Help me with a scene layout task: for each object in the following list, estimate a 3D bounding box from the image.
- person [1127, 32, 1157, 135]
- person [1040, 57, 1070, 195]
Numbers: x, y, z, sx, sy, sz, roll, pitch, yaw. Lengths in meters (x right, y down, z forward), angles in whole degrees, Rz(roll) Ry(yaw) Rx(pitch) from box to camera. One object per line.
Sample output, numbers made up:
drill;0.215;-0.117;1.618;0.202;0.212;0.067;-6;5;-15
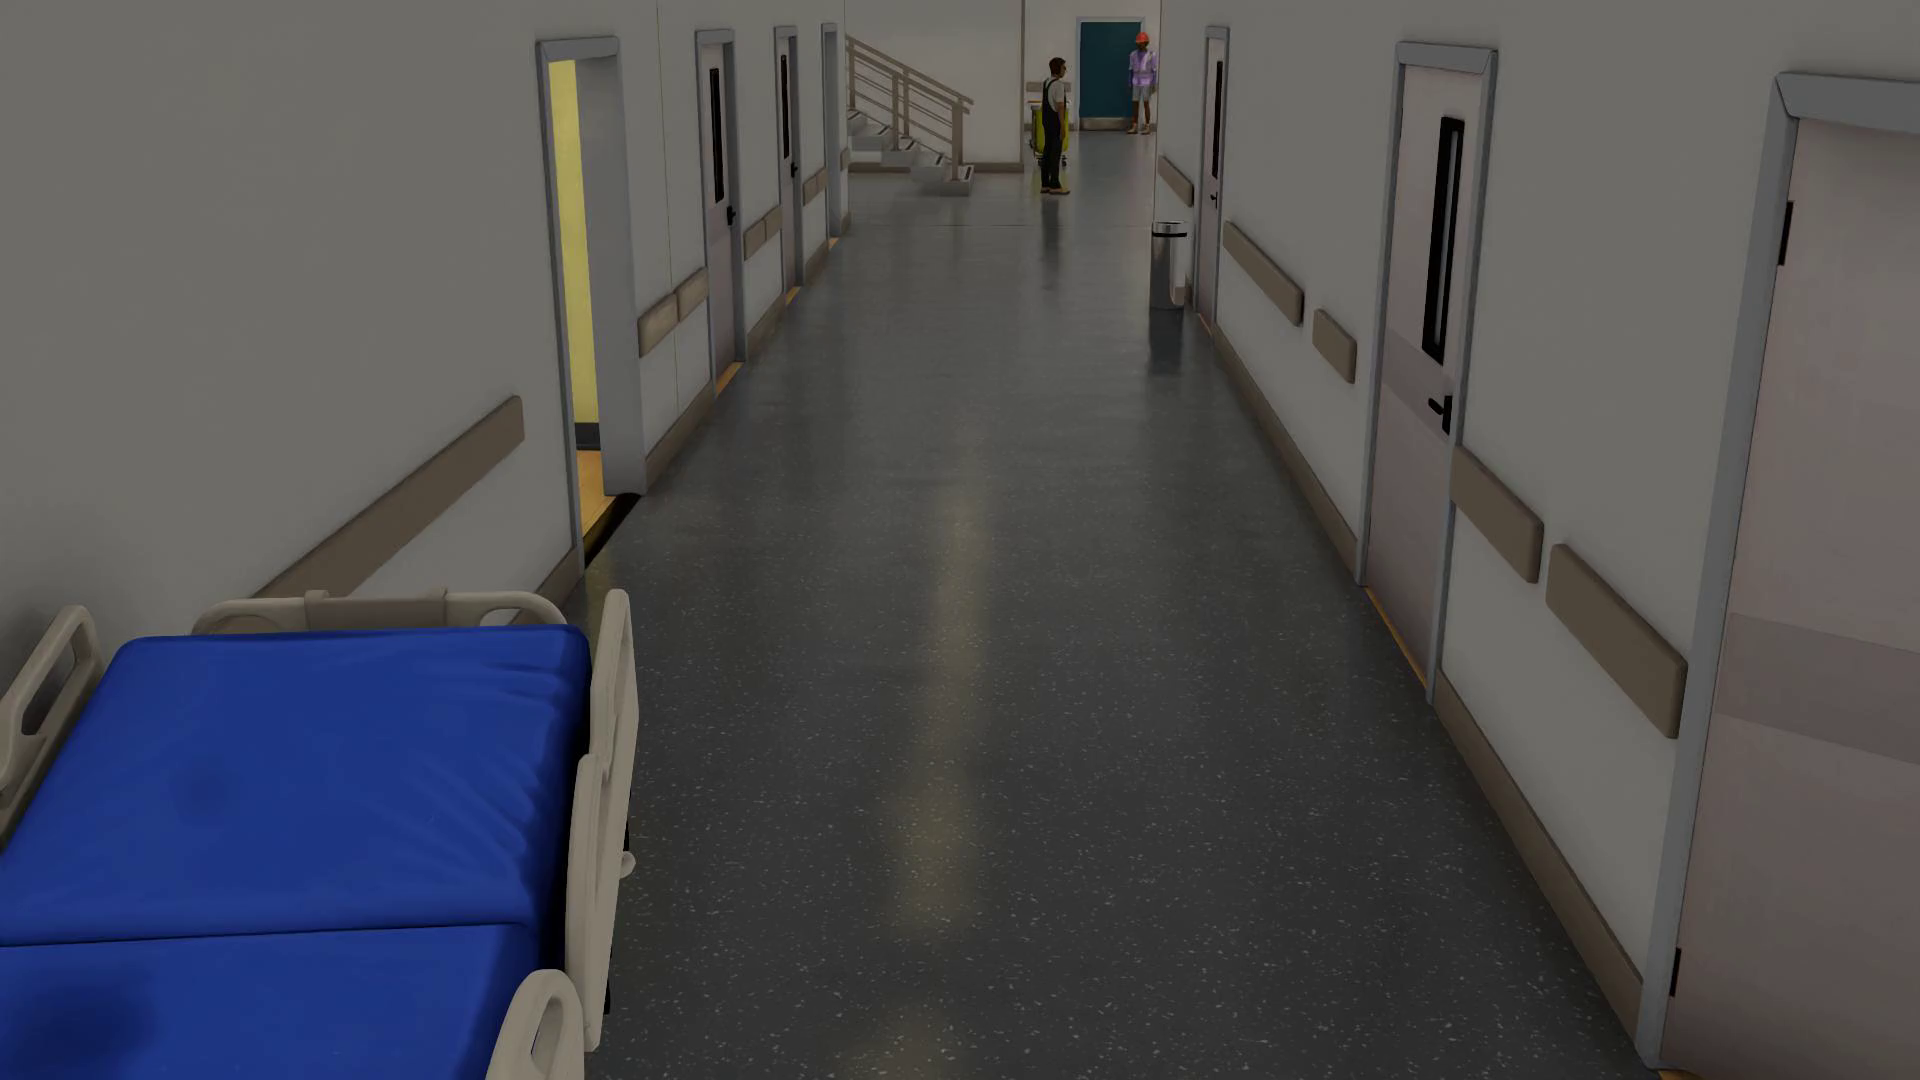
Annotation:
person;3.709;-9.333;34.025;0.615;2.038;0.395;11;21;30
person;1.305;-5.700;22.924;0.328;1.842;0.514;-8;19;-24
